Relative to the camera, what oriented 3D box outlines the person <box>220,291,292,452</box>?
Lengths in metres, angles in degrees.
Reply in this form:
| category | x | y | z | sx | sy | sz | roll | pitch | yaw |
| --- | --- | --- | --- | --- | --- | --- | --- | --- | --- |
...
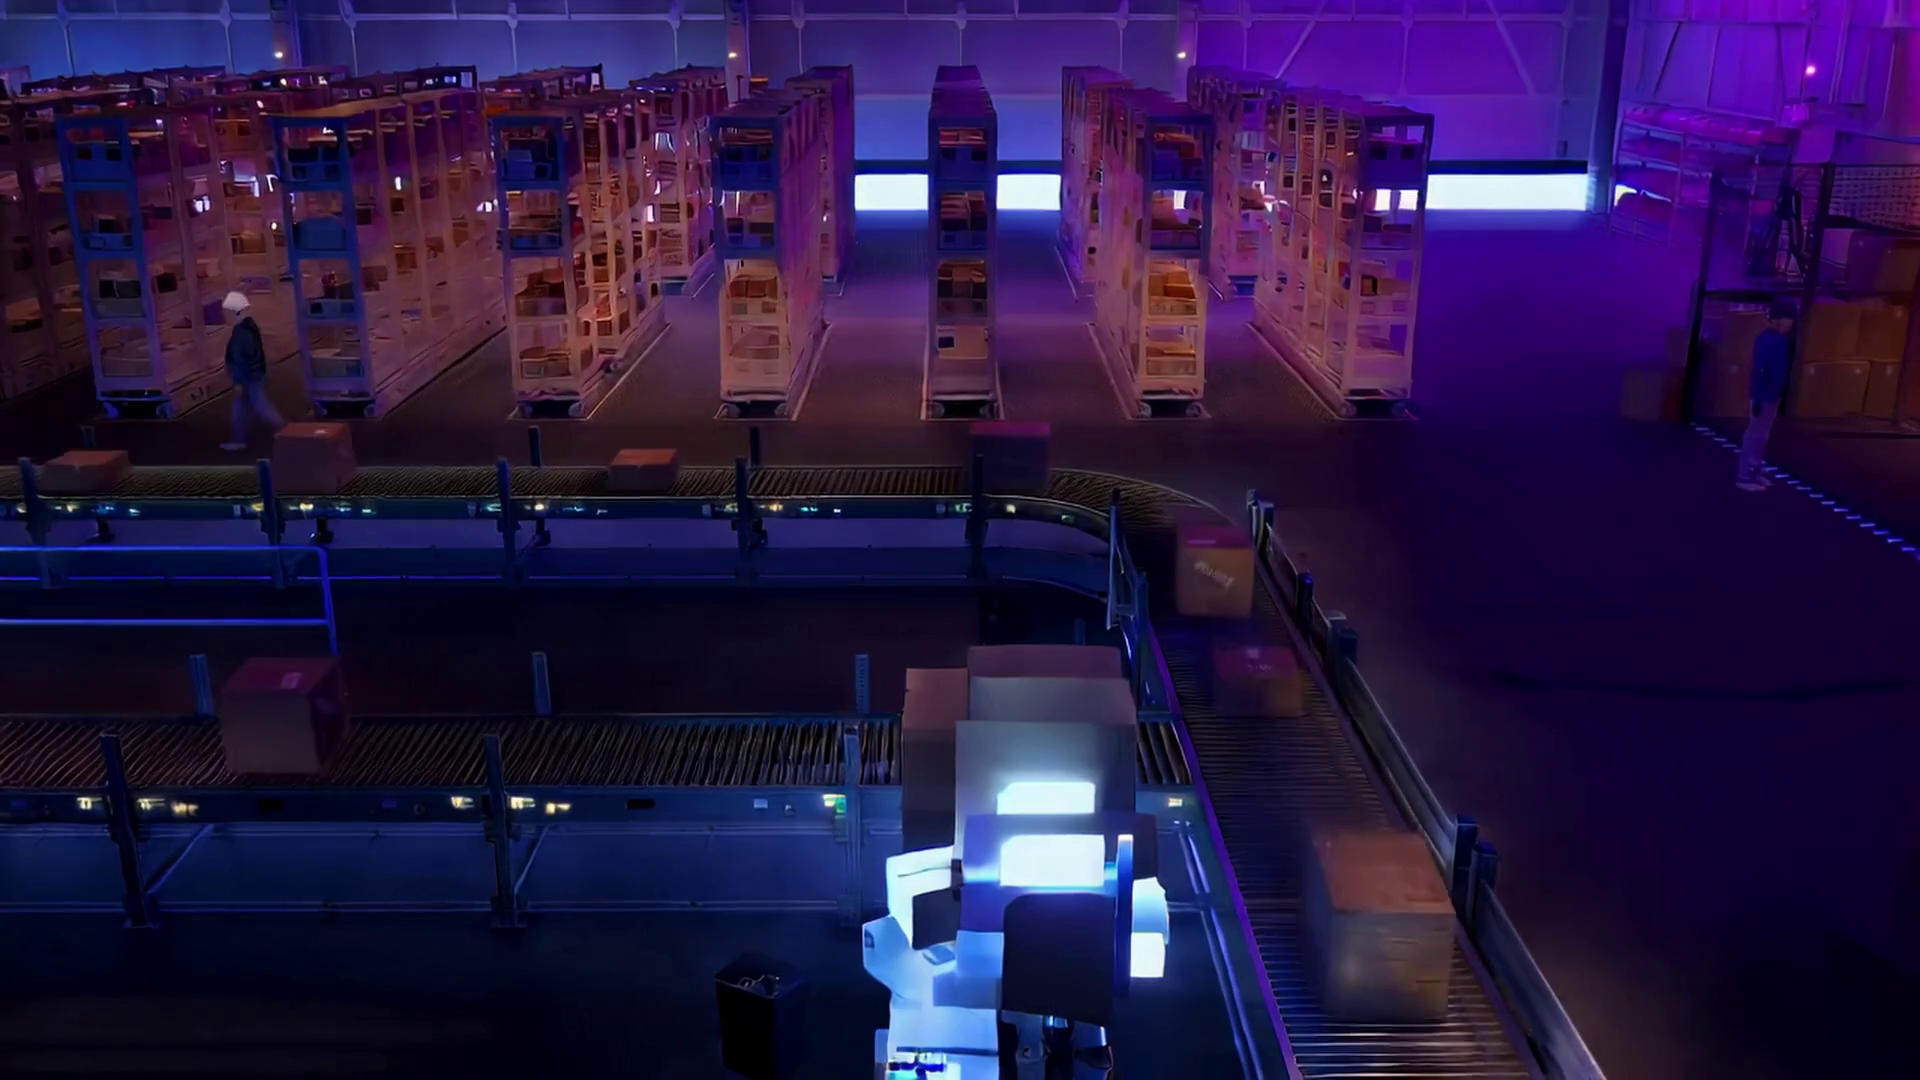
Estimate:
| category | x | y | z | sx | sy | sz | roll | pitch | yaw |
| --- | --- | --- | --- | --- | --- | --- | --- | --- | --- |
| person | -7.859 | -1.873 | 18.494 | 0.848 | 1.801 | 0.597 | -7 | 19 | -20 |

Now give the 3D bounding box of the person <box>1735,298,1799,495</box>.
| category | x | y | z | sx | sy | sz | roll | pitch | yaw |
| --- | --- | --- | --- | --- | --- | --- | --- | --- | --- |
| person | 8.229 | -1.472 | 16.949 | 0.375 | 1.995 | 0.610 | 17 | 24 | 42 |

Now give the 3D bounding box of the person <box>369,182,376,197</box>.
| category | x | y | z | sx | sy | sz | roll | pitch | yaw |
| --- | --- | --- | --- | --- | --- | --- | --- | --- | --- |
| person | -11.421 | -6.581 | 32.986 | 0.577 | 1.808 | 0.931 | -2 | 18 | -6 |
